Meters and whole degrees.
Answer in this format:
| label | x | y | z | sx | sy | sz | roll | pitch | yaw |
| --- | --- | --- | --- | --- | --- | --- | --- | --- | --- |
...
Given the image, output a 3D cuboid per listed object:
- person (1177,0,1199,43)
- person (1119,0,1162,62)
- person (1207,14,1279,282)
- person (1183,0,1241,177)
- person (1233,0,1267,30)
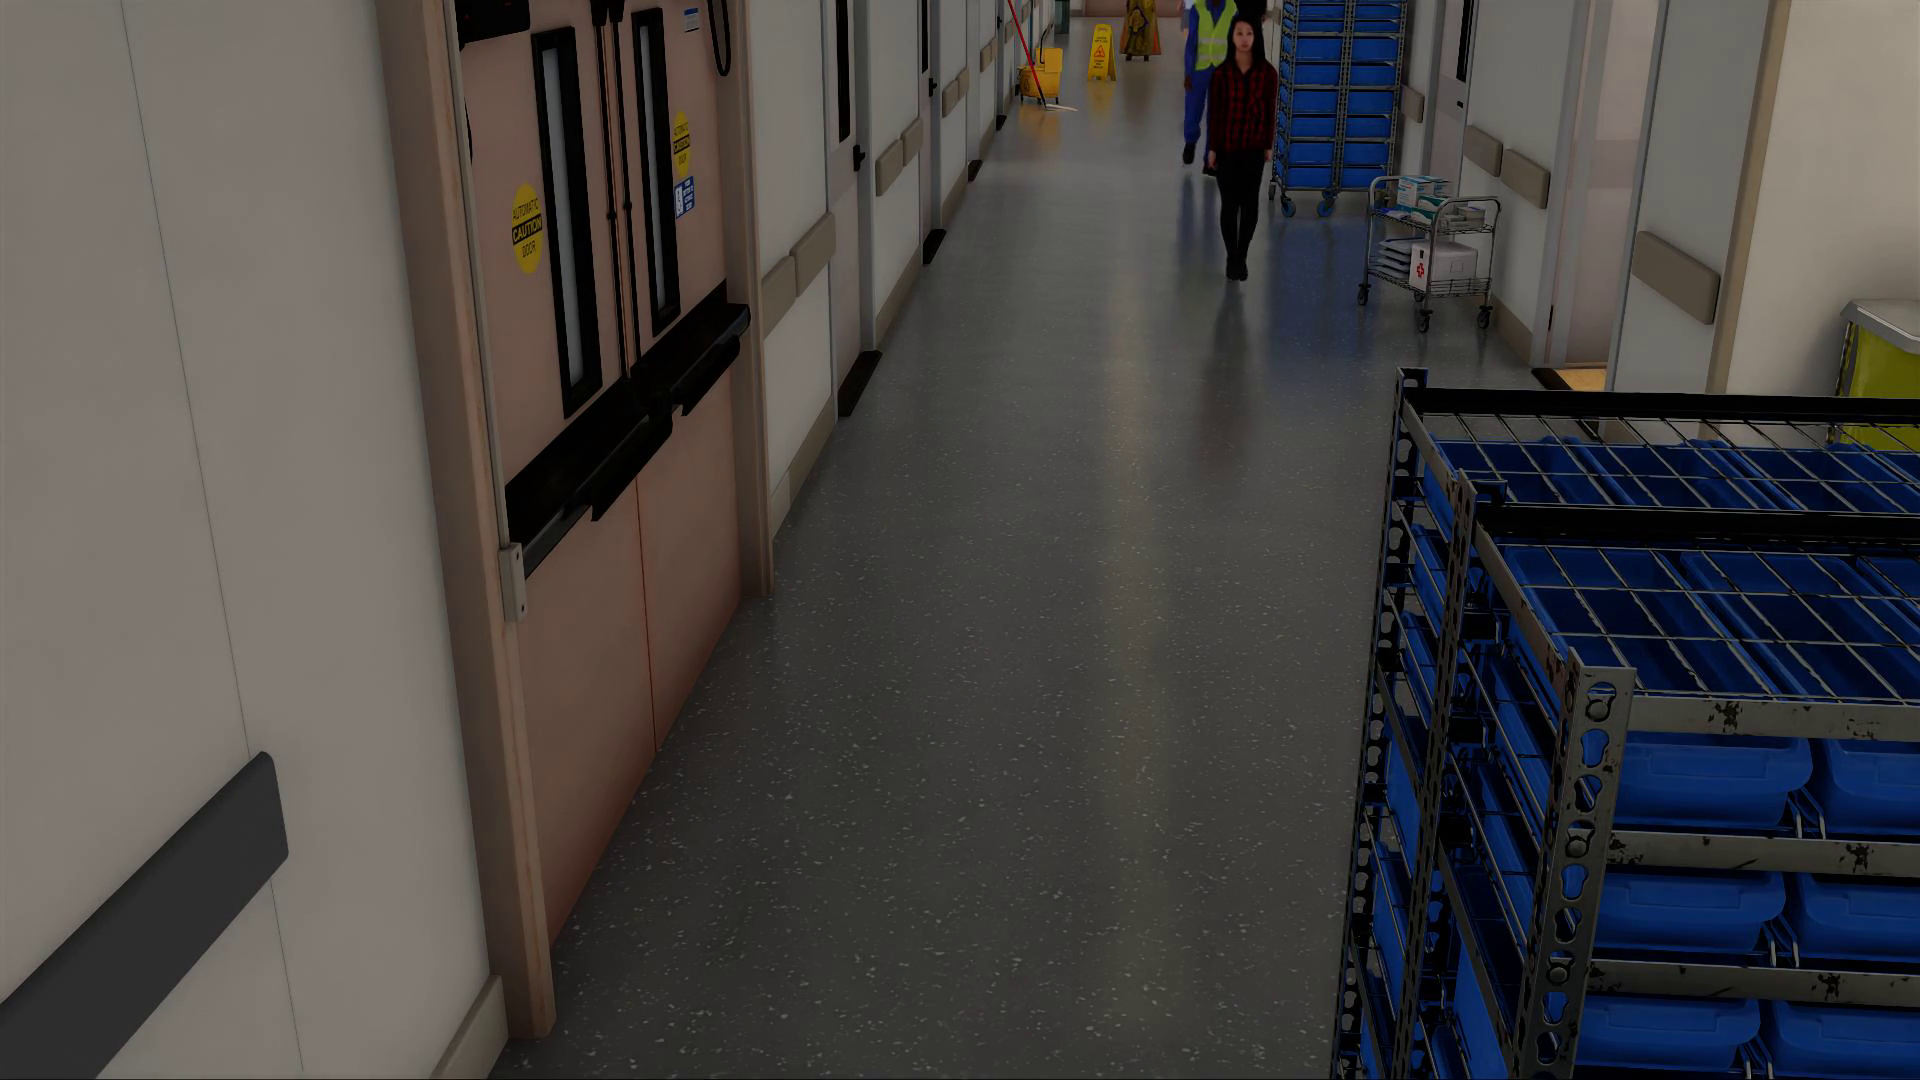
| label | x | y | z | sx | sy | sz | roll | pitch | yaw |
| --- | --- | --- | --- | --- | --- | --- | --- | --- | --- |
| person | 3.441 | -7.729 | 24.215 | 0.840 | 1.792 | 1.226 | -4 | 21 | -9 |
| person | 2.867 | -8.448 | 26.303 | 0.903 | 1.657 | 0.836 | 5 | 21 | 14 |
| person | 1.754 | -2.481 | 10.571 | 0.591 | 1.642 | 0.603 | 1 | 21 | 3 |
| person | 2.202 | -4.175 | 14.831 | 0.713 | 1.793 | 1.001 | -1 | 21 | -2 |
| person | 4.206 | -7.657 | 24.130 | 0.710 | 1.718 | 0.648 | -4 | 21 | -9 |
